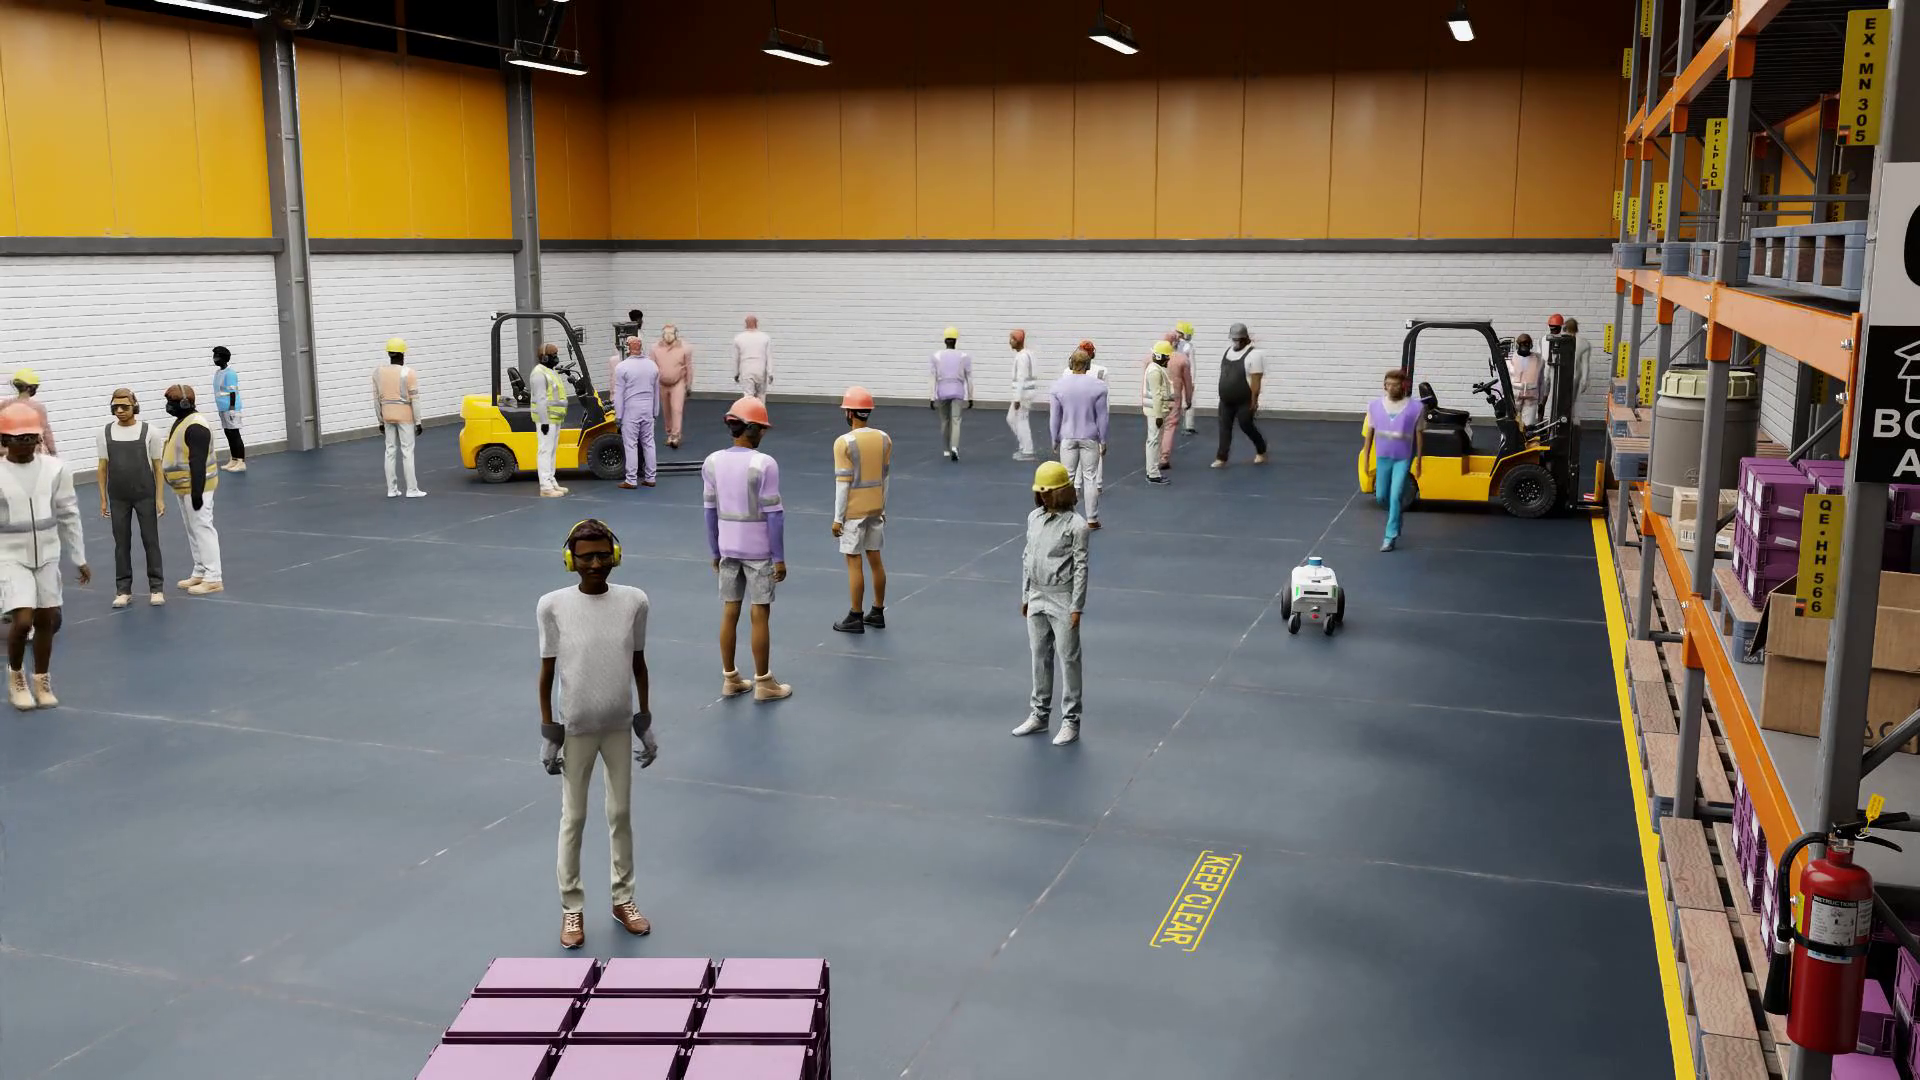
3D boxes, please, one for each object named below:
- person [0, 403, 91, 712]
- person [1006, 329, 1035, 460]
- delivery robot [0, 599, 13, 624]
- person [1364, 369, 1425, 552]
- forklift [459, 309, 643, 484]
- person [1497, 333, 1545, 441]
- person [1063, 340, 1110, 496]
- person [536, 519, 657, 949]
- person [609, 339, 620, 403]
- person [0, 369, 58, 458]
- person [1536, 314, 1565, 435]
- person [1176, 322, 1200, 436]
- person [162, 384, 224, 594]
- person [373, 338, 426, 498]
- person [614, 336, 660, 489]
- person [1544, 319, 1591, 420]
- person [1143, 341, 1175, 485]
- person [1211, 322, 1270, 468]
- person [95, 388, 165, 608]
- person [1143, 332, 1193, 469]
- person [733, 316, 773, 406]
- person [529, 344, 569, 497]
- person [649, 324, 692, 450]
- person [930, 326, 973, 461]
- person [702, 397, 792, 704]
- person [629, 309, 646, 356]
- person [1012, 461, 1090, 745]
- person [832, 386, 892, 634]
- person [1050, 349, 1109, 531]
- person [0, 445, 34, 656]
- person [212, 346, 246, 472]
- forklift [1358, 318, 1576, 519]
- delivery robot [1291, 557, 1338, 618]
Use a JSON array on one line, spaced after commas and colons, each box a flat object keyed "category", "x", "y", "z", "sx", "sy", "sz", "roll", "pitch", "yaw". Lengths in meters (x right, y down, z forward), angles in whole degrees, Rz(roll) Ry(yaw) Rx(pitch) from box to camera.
[{"category": "person", "x": -6.032, "y": 0.122, "z": 10.784, "sx": 0.505, "sy": 2.024, "sz": 0.620, "roll": 8, "pitch": 13, "yaw": 39}, {"category": "person", "x": 0.850, "y": -2.028, "z": 23.323, "sx": 0.467, "sy": 1.864, "sz": 0.604, "roll": 0, "pitch": 10, "yaw": 2}, {"category": "delivery robot", "x": -7.400, "y": 0.437, "z": 12.877, "sx": 0.707, "sy": 0.478, "sz": 0.477, "roll": -6, "pitch": 12, "yaw": -29}, {"category": "person", "x": 4.364, "y": -0.820, "z": 16.662, "sx": 0.577, "sy": 1.822, "sz": 0.734, "roll": 6, "pitch": 12, "yaw": 30}, {"category": "forklift", "x": -5.354, "y": -1.902, "z": 21.697, "sx": 2.313, "sy": 2.155, "sz": 1.214, "roll": -2, "pitch": 10, "yaw": -13}, {"category": "person", "x": 7.599, "y": -1.875, "z": 22.538, "sx": 0.634, "sy": 1.841, "sz": 0.429, "roll": 1, "pitch": 10, "yaw": 6}, {"category": "person", "x": 1.526, "y": -1.471, "z": 20.146, "sx": 0.573, "sy": 1.883, "sz": 0.353, "roll": 0, "pitch": 10, "yaw": -1}, {"category": "person", "x": -1.576, "y": 0.830, "z": 7.244, "sx": 0.508, "sy": 1.867, "sz": 0.329, "roll": -5, "pitch": 11, "yaw": -26}, {"category": "person", "x": -4.892, "y": -2.138, "z": 24.237, "sx": 0.311, "sy": 1.768, "sz": 0.531, "roll": 8, "pitch": 13, "yaw": 39}, {"category": "person", "x": -9.688, "y": -0.916, "z": 17.397, "sx": 0.558, "sy": 1.735, "sz": 0.712, "roll": 2, "pitch": 10, "yaw": 14}, {"category": "person", "x": 9.448, "y": -2.628, "z": 26.508, "sx": 0.354, "sy": 1.939, "sz": 0.545, "roll": -8, "pitch": 13, "yaw": -37}, {"category": "person", "x": 3.540, "y": -2.553, "z": 26.524, "sx": 0.659, "sy": 1.804, "sz": 0.457, "roll": 8, "pitch": 13, "yaw": 37}, {"category": "person", "x": -6.723, "y": -0.447, "z": 14.543, "sx": 0.430, "sy": 1.835, "sz": 0.622, "roll": -8, "pitch": 13, "yaw": -38}, {"category": "person", "x": -6.722, "y": -1.455, "z": 19.936, "sx": 0.588, "sy": 1.927, "sz": 0.370, "roll": 2, "pitch": 10, "yaw": 11}, {"category": "person", "x": -4.051, "y": -1.589, "z": 20.776, "sx": 0.401, "sy": 1.903, "sz": 0.644, "roll": 9, "pitch": 14, "yaw": 42}, {"category": "person", "x": 9.381, "y": -2.478, "z": 25.783, "sx": 0.648, "sy": 1.885, "sz": 1.002, "roll": 1, "pitch": 10, "yaw": 7}, {"category": "person", "x": 2.528, "y": -1.622, "z": 21.171, "sx": 0.403, "sy": 1.822, "sz": 0.589, "roll": 0, "pitch": 10, "yaw": 3}, {"category": "person", "x": 3.852, "y": -2.008, "z": 22.728, "sx": 0.892, "sy": 2.000, "sz": 0.694, "roll": -9, "pitch": 13, "yaw": -41}, {"category": "person", "x": -6.949, "y": -0.353, "z": 13.961, "sx": 0.507, "sy": 1.846, "sz": 0.343, "roll": -3, "pitch": 11, "yaw": -17}, {"category": "person", "x": 2.841, "y": -1.917, "z": 22.798, "sx": 0.646, "sy": 1.842, "sz": 0.998, "roll": 5, "pitch": 11, "yaw": 25}, {"category": "person", "x": -3.430, "y": -2.773, "z": 27.566, "sx": 0.659, "sy": 1.845, "sz": 1.005, "roll": -1, "pitch": 10, "yaw": -7}, {"category": "person", "x": -4.960, "y": -1.447, "z": 20.129, "sx": 0.430, "sy": 1.845, "sz": 0.619, "roll": 0, "pitch": 10, "yaw": 0}, {"category": "person", "x": -4.338, "y": -2.277, "z": 24.792, "sx": 0.644, "sy": 1.849, "sz": 1.044, "roll": 1, "pitch": 10, "yaw": 4}, {"category": "person", "x": -0.126, "y": -2.072, "z": 23.527, "sx": 0.601, "sy": 1.892, "sz": 0.945, "roll": 0, "pitch": 10, "yaw": 2}, {"category": "person", "x": -1.403, "y": 0.068, "z": 11.061, "sx": 0.605, "sy": 2.033, "sz": 0.392, "roll": 6, "pitch": 12, "yaw": 29}, {"category": "person", "x": -5.481, "y": -2.919, "z": 28.115, "sx": 0.399, "sy": 1.956, "sz": 0.609, "roll": 4, "pitch": 11, "yaw": 22}, {"category": "person", "x": 0.559, "y": 0.378, "z": 10.145, "sx": 0.485, "sy": 1.740, "sz": 0.304, "roll": 9, "pitch": 14, "yaw": 42}, {"category": "person", "x": -0.790, "y": -0.235, "z": 13.037, "sx": 0.357, "sy": 1.938, "sz": 0.545, "roll": 9, "pitch": 14, "yaw": 42}, {"category": "person", "x": 1.264, "y": -1.051, "z": 17.644, "sx": 0.627, "sy": 1.934, "sz": 0.372, "roll": 2, "pitch": 10, "yaw": 11}, {"category": "person", "x": -7.110, "y": 0.060, "z": 12.338, "sx": 0.522, "sy": 1.592, "sz": 0.847, "roll": 4, "pitch": 11, "yaw": 21}, {"category": "person", "x": -9.820, "y": -1.757, "z": 22.311, "sx": 0.321, "sy": 1.690, "sz": 0.536, "roll": -9, "pitch": 14, "yaw": -42}, {"category": "forklift", "x": 5.787, "y": -1.437, "z": 19.079, "sx": 2.313, "sy": 2.155, "sz": 1.214, "roll": 3, "pitch": 11, "yaw": 19}, {"category": "delivery robot", "x": 2.812, "y": 0.380, "z": 13.200, "sx": 0.477, "sy": 0.478, "sz": 0.707, "roll": 2, "pitch": 10, "yaw": 10}]
